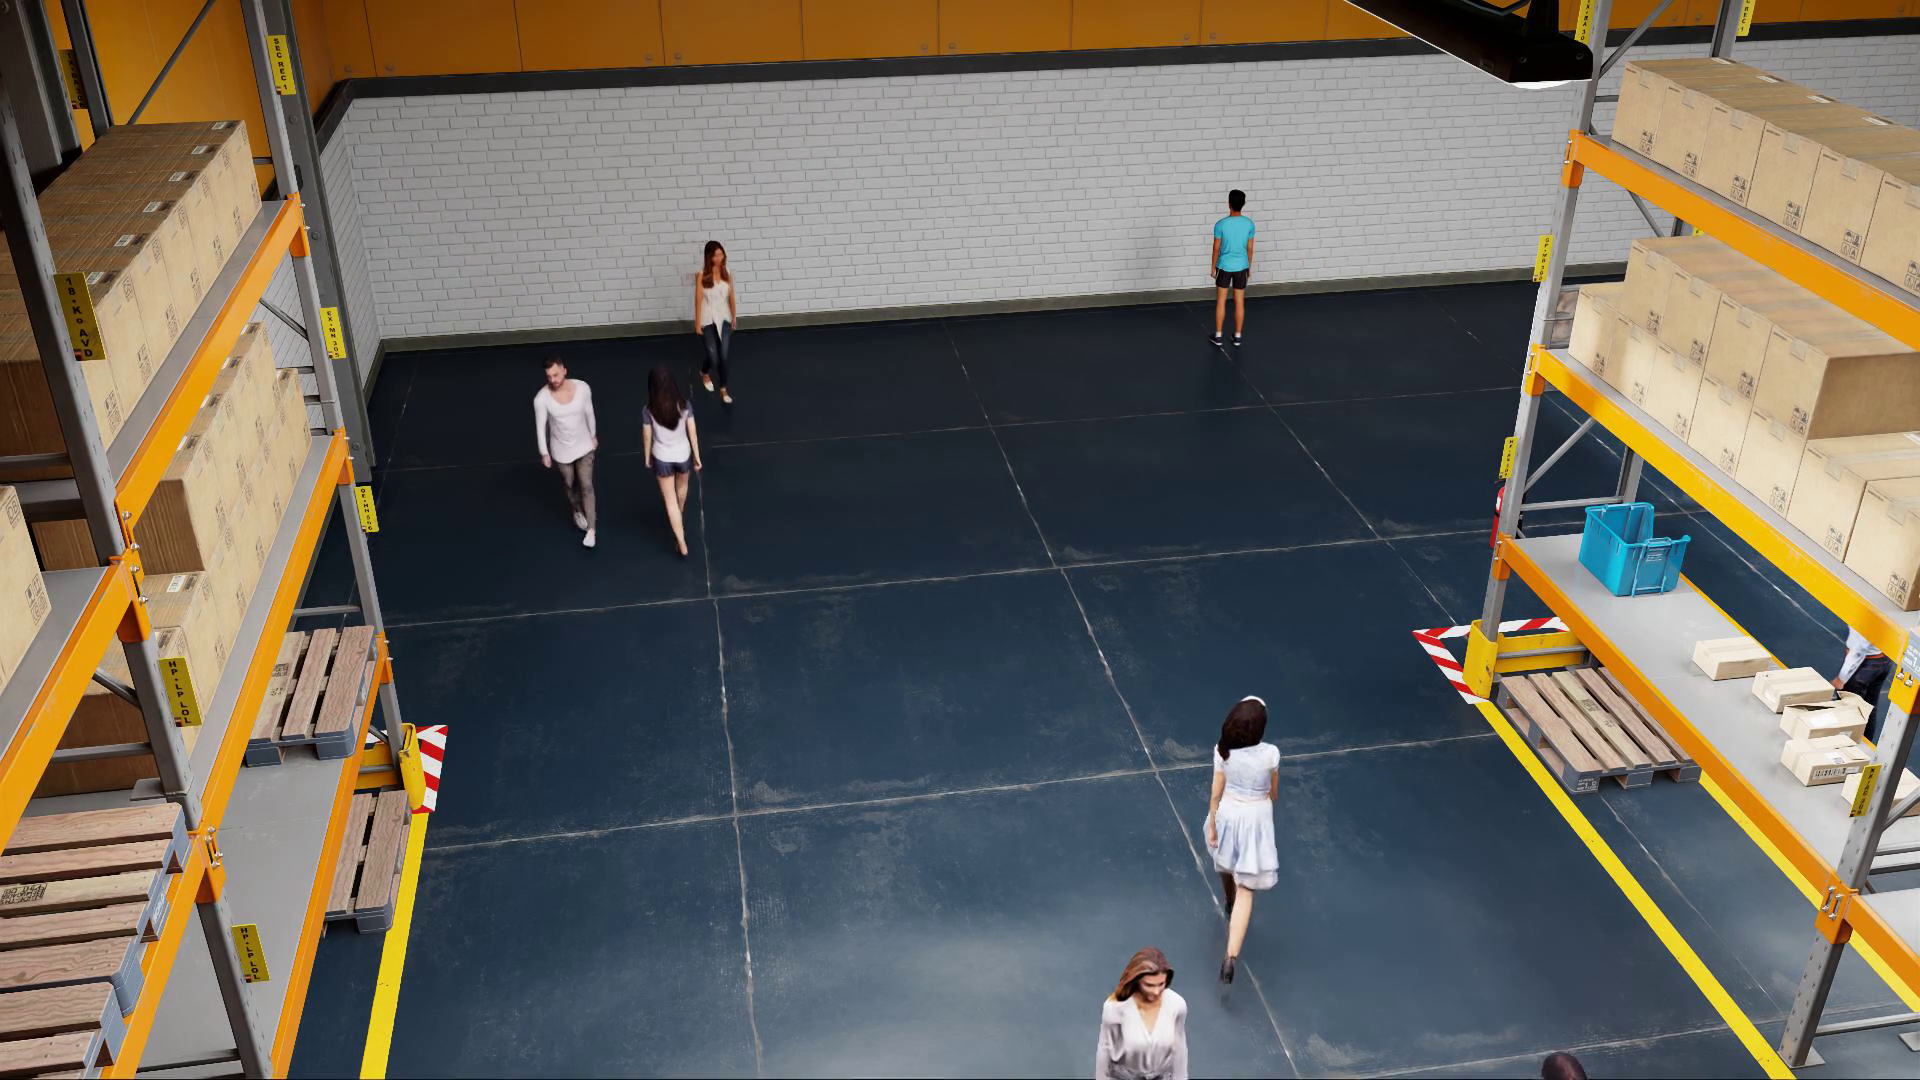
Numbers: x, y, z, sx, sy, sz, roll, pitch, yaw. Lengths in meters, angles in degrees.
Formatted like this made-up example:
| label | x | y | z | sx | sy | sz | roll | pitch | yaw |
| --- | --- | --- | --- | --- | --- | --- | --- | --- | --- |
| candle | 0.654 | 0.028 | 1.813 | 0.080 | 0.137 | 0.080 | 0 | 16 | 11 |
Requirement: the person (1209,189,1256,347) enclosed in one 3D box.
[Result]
| label | x | y | z | sx | sy | sz | roll | pitch | yaw |
| --- | --- | --- | --- | --- | --- | --- | --- | --- | --- |
| person | 3.071 | -3.054 | 18.715 | 0.644 | 1.772 | 0.557 | 0 | 29 | 0 |

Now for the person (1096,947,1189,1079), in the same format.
| label | x | y | z | sx | sy | sz | roll | pitch | yaw |
| --- | --- | --- | --- | --- | --- | --- | --- | --- | --- |
| person | 0.859 | 2.648 | 8.286 | 0.608 | 1.749 | 0.686 | -8 | 30 | -14 |

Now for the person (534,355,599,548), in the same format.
| label | x | y | z | sx | sy | sz | roll | pitch | yaw |
| --- | --- | --- | --- | --- | --- | --- | --- | --- | --- |
| person | -3.416 | -0.853 | 14.666 | 0.816 | 1.786 | 1.063 | -15 | 32 | -25 |

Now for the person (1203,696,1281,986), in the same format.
| label | x | y | z | sx | sy | sz | roll | pitch | yaw |
| --- | --- | --- | --- | --- | --- | --- | --- | --- | --- |
| person | 1.674 | 1.797 | 9.821 | 1.023 | 1.773 | 1.297 | 8 | 30 | 15 |

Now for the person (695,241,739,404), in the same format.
| label | x | y | z | sx | sy | sz | roll | pitch | yaw |
| --- | --- | --- | --- | --- | --- | --- | --- | --- | --- |
| person | -2.592 | -2.282 | 17.311 | 0.769 | 1.761 | 0.858 | -20 | 34 | -32 |

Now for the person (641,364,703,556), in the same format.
| label | x | y | z | sx | sy | sz | roll | pitch | yaw |
| --- | --- | --- | --- | --- | --- | --- | --- | --- | --- |
| person | -2.494 | -0.661 | 14.448 | 0.805 | 1.656 | 1.173 | -11 | 31 | -20 |
